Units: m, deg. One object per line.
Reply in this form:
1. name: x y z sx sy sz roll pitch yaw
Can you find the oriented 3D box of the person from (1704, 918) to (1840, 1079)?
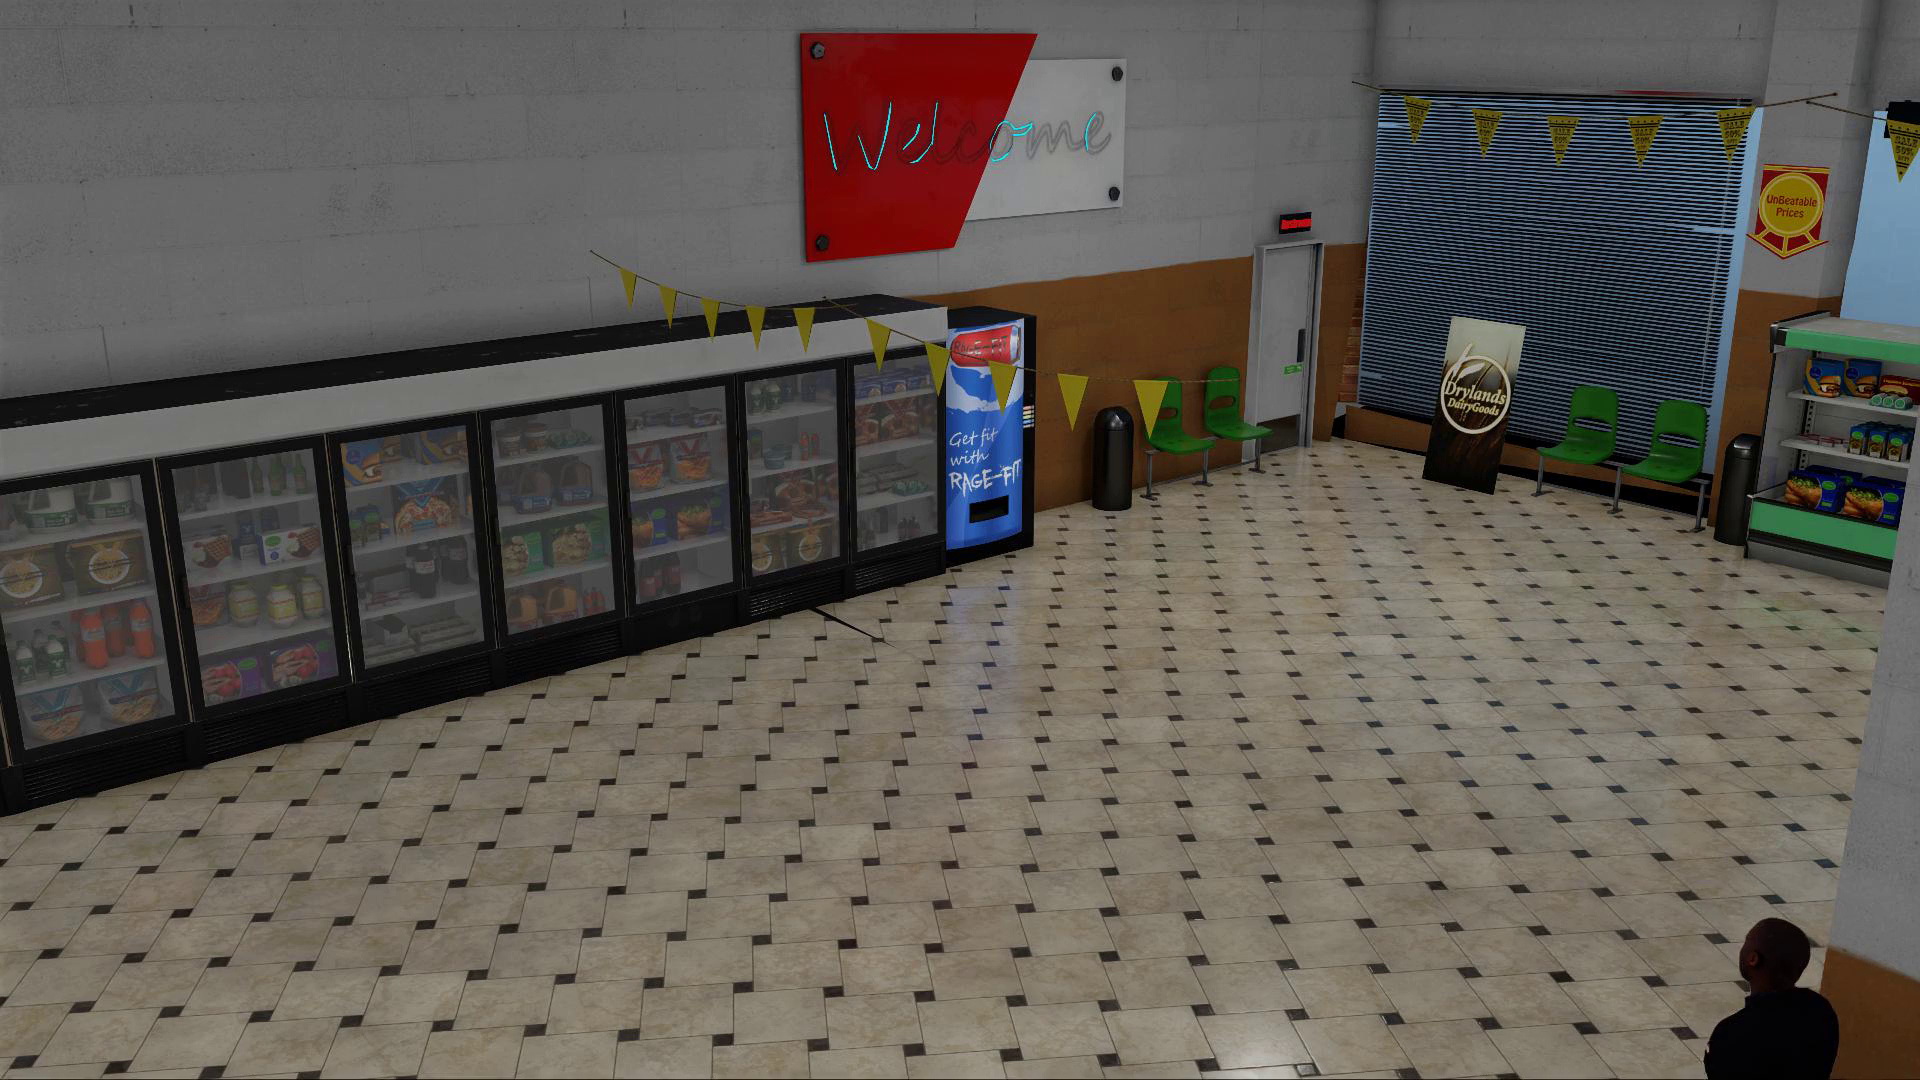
1. person: 2.585 2.101 5.244 0.822 1.772 1.126 -10 20 -30
